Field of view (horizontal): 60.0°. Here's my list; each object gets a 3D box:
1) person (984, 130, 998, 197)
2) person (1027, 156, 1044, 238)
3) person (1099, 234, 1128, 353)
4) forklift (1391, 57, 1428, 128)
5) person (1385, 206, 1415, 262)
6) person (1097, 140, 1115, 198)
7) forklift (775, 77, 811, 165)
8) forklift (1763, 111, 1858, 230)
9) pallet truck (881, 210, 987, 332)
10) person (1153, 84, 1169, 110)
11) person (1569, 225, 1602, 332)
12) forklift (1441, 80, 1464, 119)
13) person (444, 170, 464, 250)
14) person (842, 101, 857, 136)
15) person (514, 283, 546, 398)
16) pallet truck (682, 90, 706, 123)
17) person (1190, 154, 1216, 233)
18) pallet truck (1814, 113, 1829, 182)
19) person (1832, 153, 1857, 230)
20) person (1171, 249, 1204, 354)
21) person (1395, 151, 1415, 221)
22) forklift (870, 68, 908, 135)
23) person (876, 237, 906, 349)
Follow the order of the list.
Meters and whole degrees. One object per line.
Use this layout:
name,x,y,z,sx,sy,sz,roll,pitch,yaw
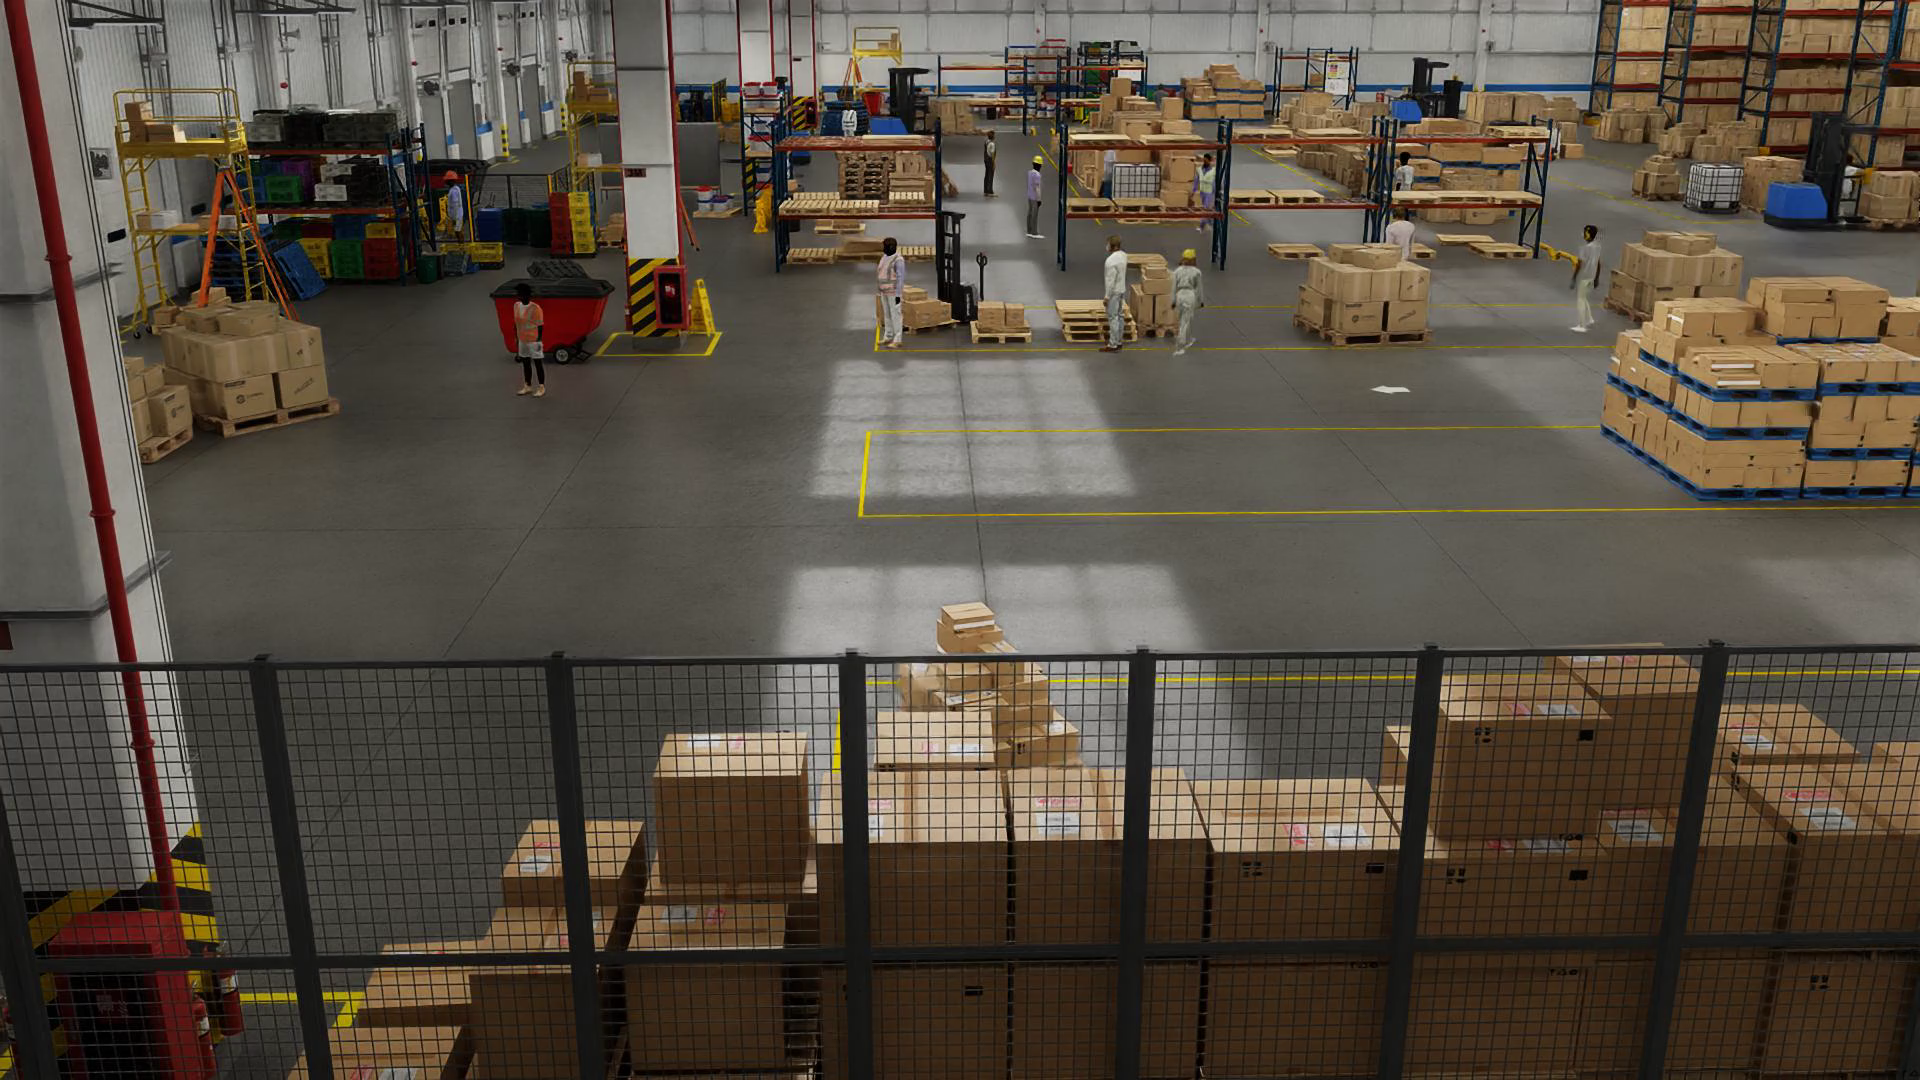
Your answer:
person,0.854,-10.643,47.039,0.329,1.844,0.509,-9,21,-26
person,1.788,-8.145,39.520,0.394,1.916,0.588,-7,20,-20
person,2.524,-4.049,27.333,0.372,1.940,0.632,9,21,24
forklift,18.927,-18.497,68.744,1.873,2.768,1.129,-1,19,-1
person,8.076,-5.192,30.729,0.629,1.937,0.379,-8,20,-23
person,4.108,-10.088,45.366,1.012,1.871,0.563,4,19,10
forklift,-5.920,-13.893,55.085,1.873,2.768,1.129,-1,19,-1
forklift,21.028,-9.066,40.766,1.873,2.768,1.129,-1,19,-2
pallet truck,-0.493,-4.759,29.349,1.885,1.965,0.823,-13,23,-34
person,8.067,-17.403,67.018,0.667,1.887,0.987,-1,19,-1
person,10.875,-4.546,28.951,0.527,1.855,0.418,-12,22,-32
forklift,15.644,-13.239,53.146,1.873,2.768,1.129,-1,19,-1
person,-11.039,-7.094,36.363,0.347,1.943,0.545,-4,19,-12
person,-3.855,-14.258,57.707,0.575,1.882,0.355,10,21,27
person,-6.326,-2.937,24.413,0.530,1.692,0.322,10,21,28
pallet truck,-9.671,-15.907,62.421,0.823,1.965,1.885,5,19,15
person,5.991,-8.450,40.504,0.598,1.872,0.991,17,25,41
pallet truck,26.403,-11.957,50.702,0.823,1.965,1.885,6,19,16
person,21.725,-8.557,40.865,0.519,1.841,0.889,-1,19,-3
person,3.753,-3.938,27.374,0.489,1.693,0.913,12,22,32
person,10.664,-8.362,40.084,0.614,1.964,0.361,-15,24,-37
forklift,-2.271,-15.727,60.526,1.873,2.768,1.129,-10,21,-28
person,-1.159,-4.118,27.687,0.429,1.845,0.621,-11,22,-30
